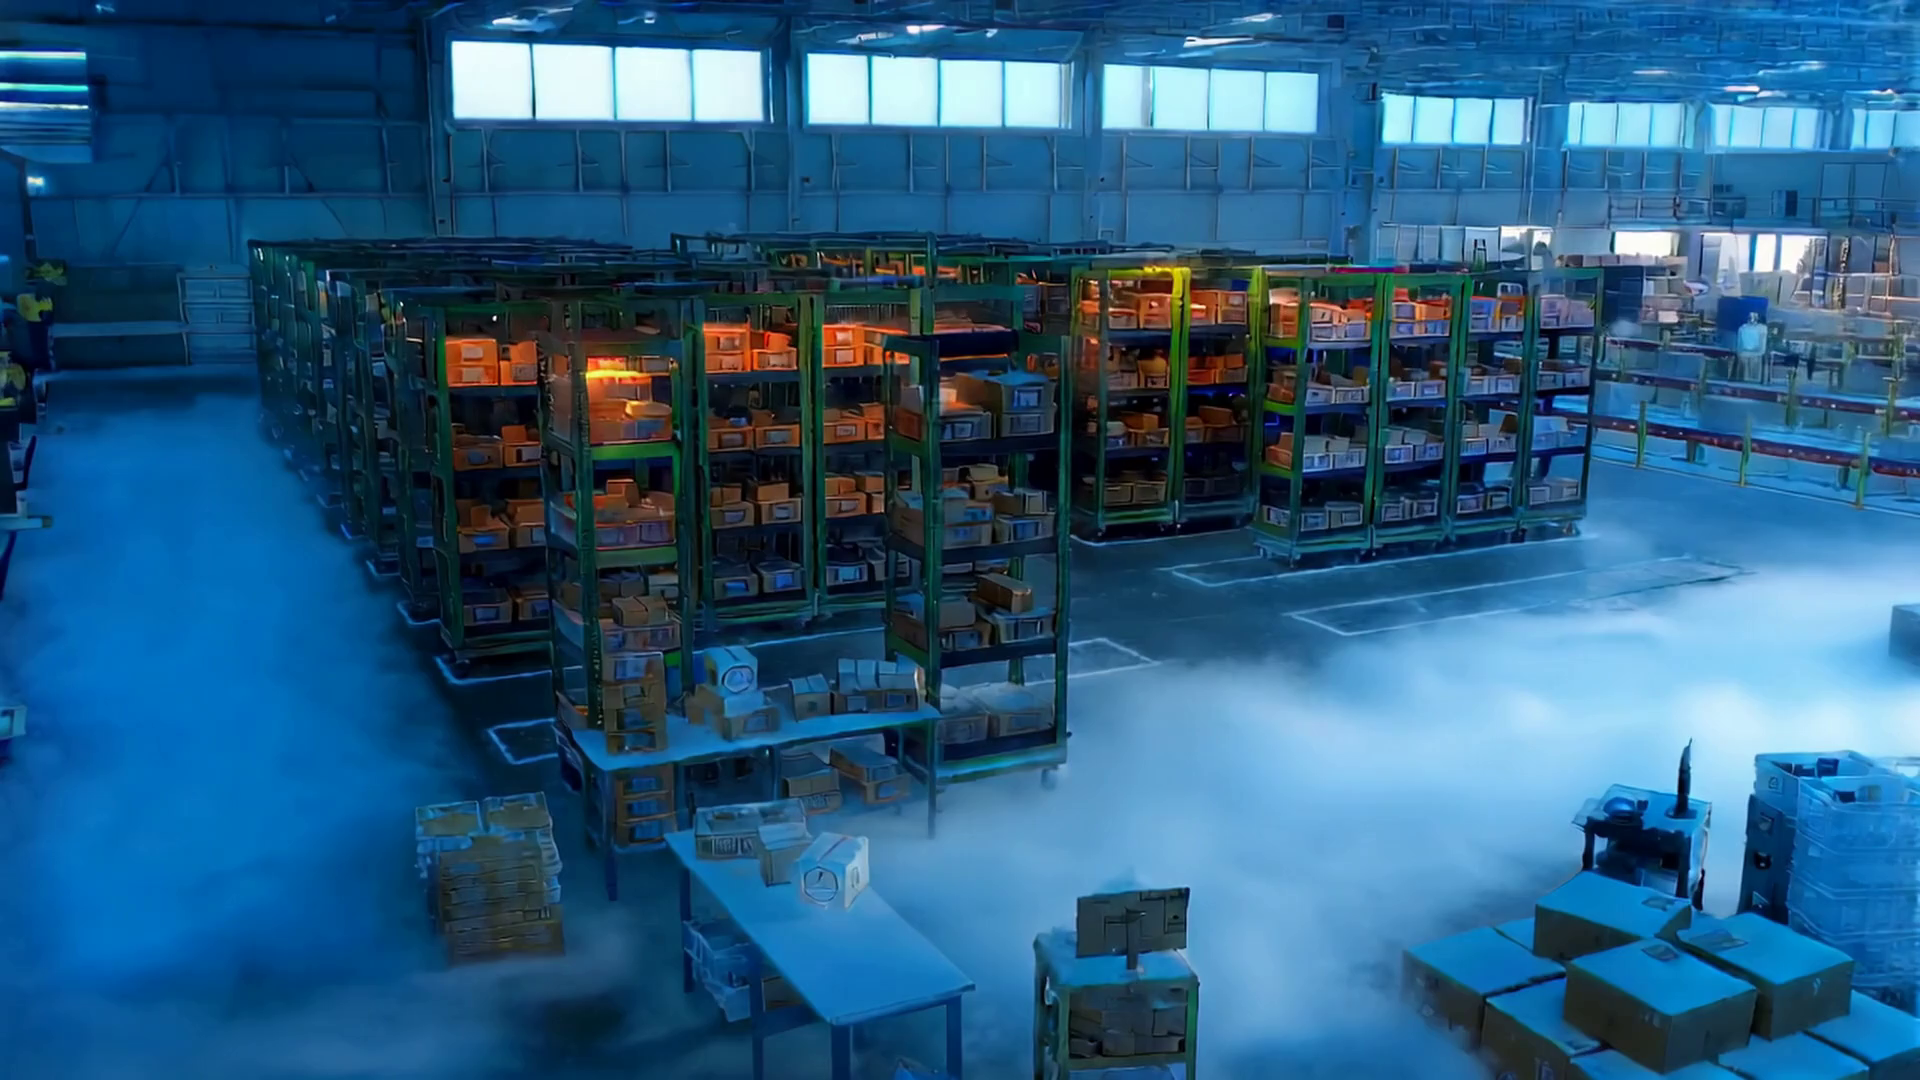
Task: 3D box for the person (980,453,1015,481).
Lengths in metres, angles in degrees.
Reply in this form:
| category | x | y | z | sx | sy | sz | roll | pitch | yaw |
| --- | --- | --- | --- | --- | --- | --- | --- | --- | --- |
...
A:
| category | x | y | z | sx | sy | sz | roll | pitch | yaw |
| --- | --- | --- | --- | --- | --- | --- | --- | --- | --- |
| person | 0.578 | -1.283 | 23.592 | 0.619 | 1.997 | 0.373 | 0 | 12 | -1 |

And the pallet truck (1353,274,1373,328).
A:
| category | x | y | z | sx | sy | sz | roll | pitch | yaw |
| --- | --- | --- | --- | --- | --- | --- | --- | --- | --- |
| pallet truck | 13.011 | -8.050 | 55.243 | 0.823 | 1.965 | 1.885 | -7 | 14 | -28 |

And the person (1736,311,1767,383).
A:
| category | x | y | z | sx | sy | sz | roll | pitch | yaw |
| --- | --- | --- | --- | --- | --- | --- | --- | --- | --- |
| person | 17.895 | -4.243 | 37.689 | 0.397 | 1.899 | 0.640 | -10 | 16 | -40 |

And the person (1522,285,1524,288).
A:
| category | x | y | z | sx | sy | sz | roll | pitch | yaw |
| --- | --- | --- | --- | --- | --- | --- | --- | --- | --- |
| person | 16.345 | -6.509 | 48.053 | 1.027 | 1.999 | 0.621 | -3 | 13 | -16 |
